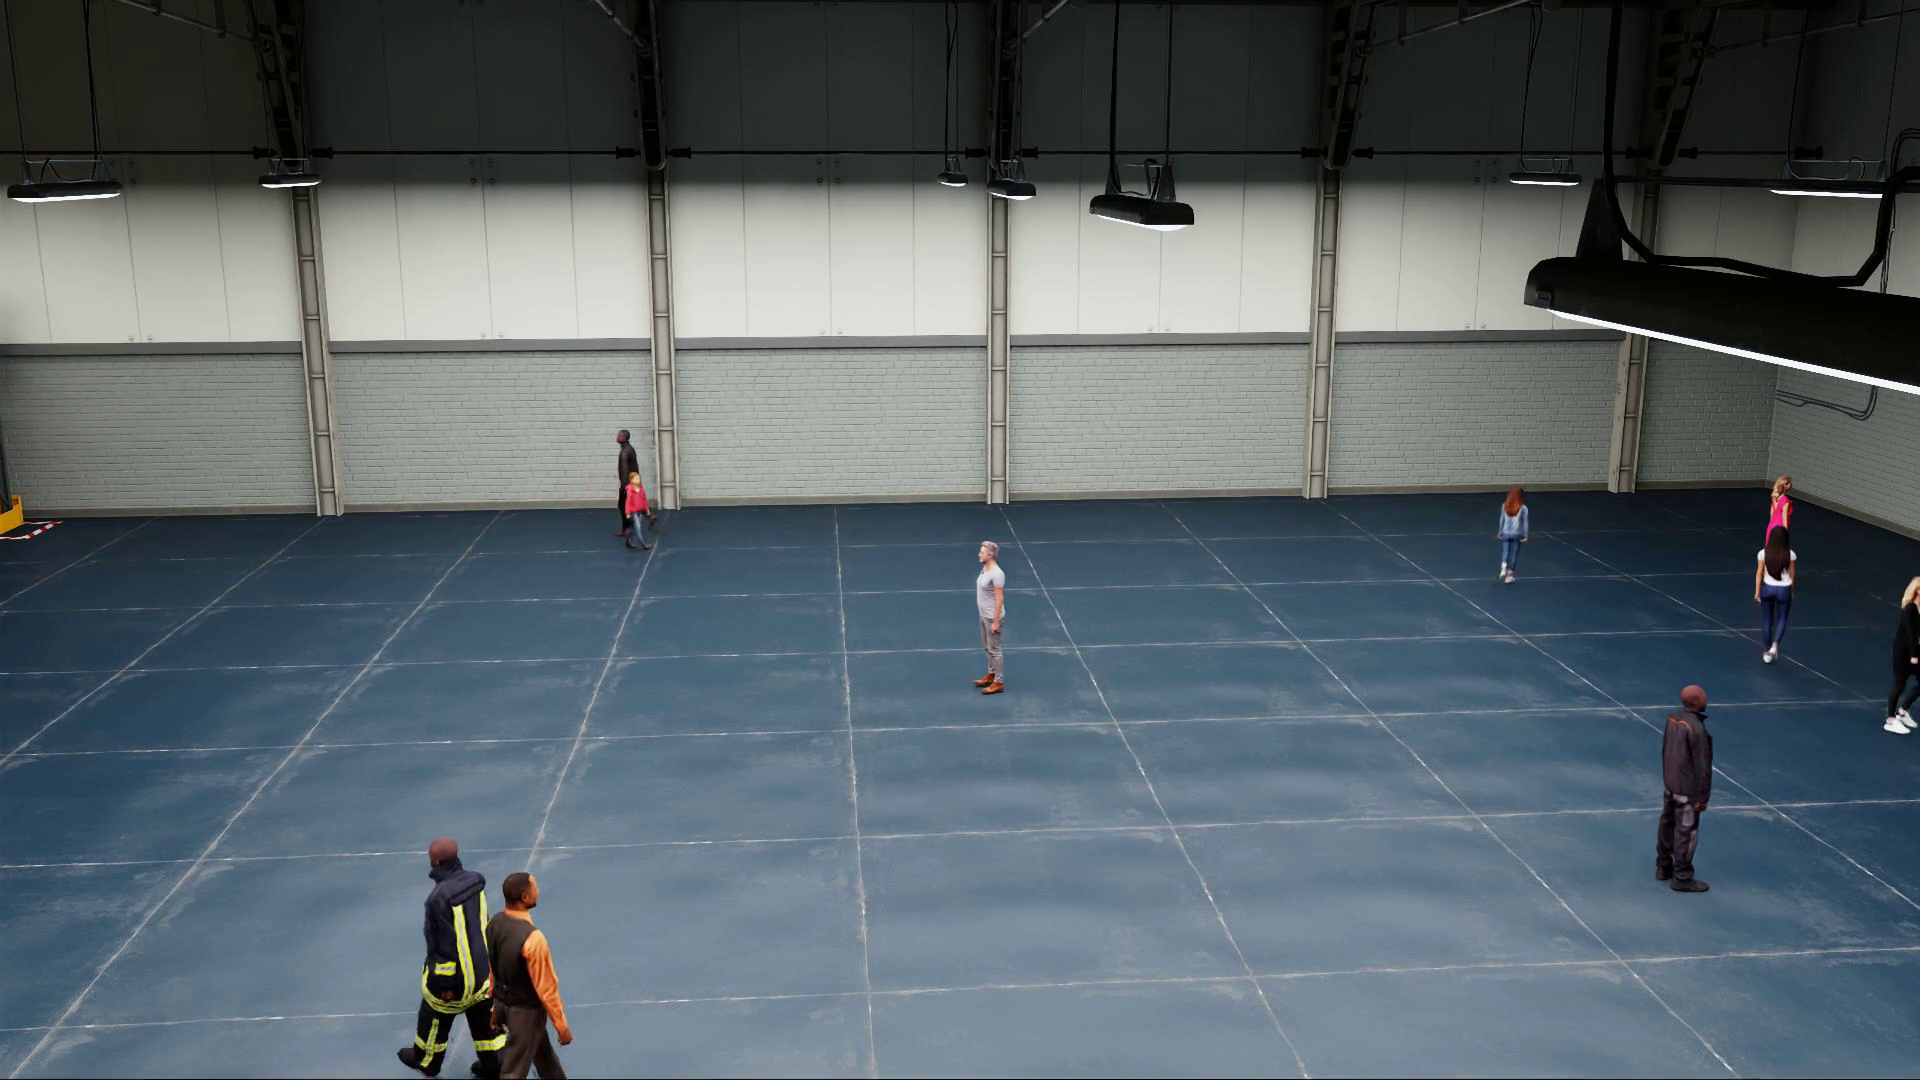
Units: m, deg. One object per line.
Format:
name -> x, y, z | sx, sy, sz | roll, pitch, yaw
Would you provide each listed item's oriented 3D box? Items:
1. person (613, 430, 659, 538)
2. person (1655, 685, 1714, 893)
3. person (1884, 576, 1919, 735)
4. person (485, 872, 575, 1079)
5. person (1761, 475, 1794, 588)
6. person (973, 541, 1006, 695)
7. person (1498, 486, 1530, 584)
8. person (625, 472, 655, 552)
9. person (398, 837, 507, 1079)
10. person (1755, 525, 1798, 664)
person -> -5.469, -0.943, 27.799 | 0.978, 1.817, 0.739 | 0, 13, -1
person -> 6.301, 2.132, 14.499 | 0.607, 1.826, 0.708 | -2, 13, -10
person -> 10.379, 1.253, 18.370 | 0.684, 1.792, 0.775 | -10, 16, -37
person -> -2.838, 3.046, 10.480 | 1.363, 1.858, 1.238 | -13, 18, -43
person -> 11.989, -0.111, 24.401 | 0.573, 1.728, 0.598 | 1, 13, 3
person -> 0.382, 0.904, 19.797 | 0.619, 1.827, 0.737 | -4, 14, -16
person -> 8.210, -0.070, 24.804 | 0.677, 1.467, 0.744 | 10, 16, 36
person -> -5.290, -0.455, 26.884 | 0.956, 1.278, 0.830 | 8, 15, 31
person -> -3.324, 2.891, 11.310 | 1.215, 1.786, 1.069 | 6, 14, 24
person -> 10.195, 0.706, 20.797 | 0.760, 1.762, 0.826 | 7, 15, 27
